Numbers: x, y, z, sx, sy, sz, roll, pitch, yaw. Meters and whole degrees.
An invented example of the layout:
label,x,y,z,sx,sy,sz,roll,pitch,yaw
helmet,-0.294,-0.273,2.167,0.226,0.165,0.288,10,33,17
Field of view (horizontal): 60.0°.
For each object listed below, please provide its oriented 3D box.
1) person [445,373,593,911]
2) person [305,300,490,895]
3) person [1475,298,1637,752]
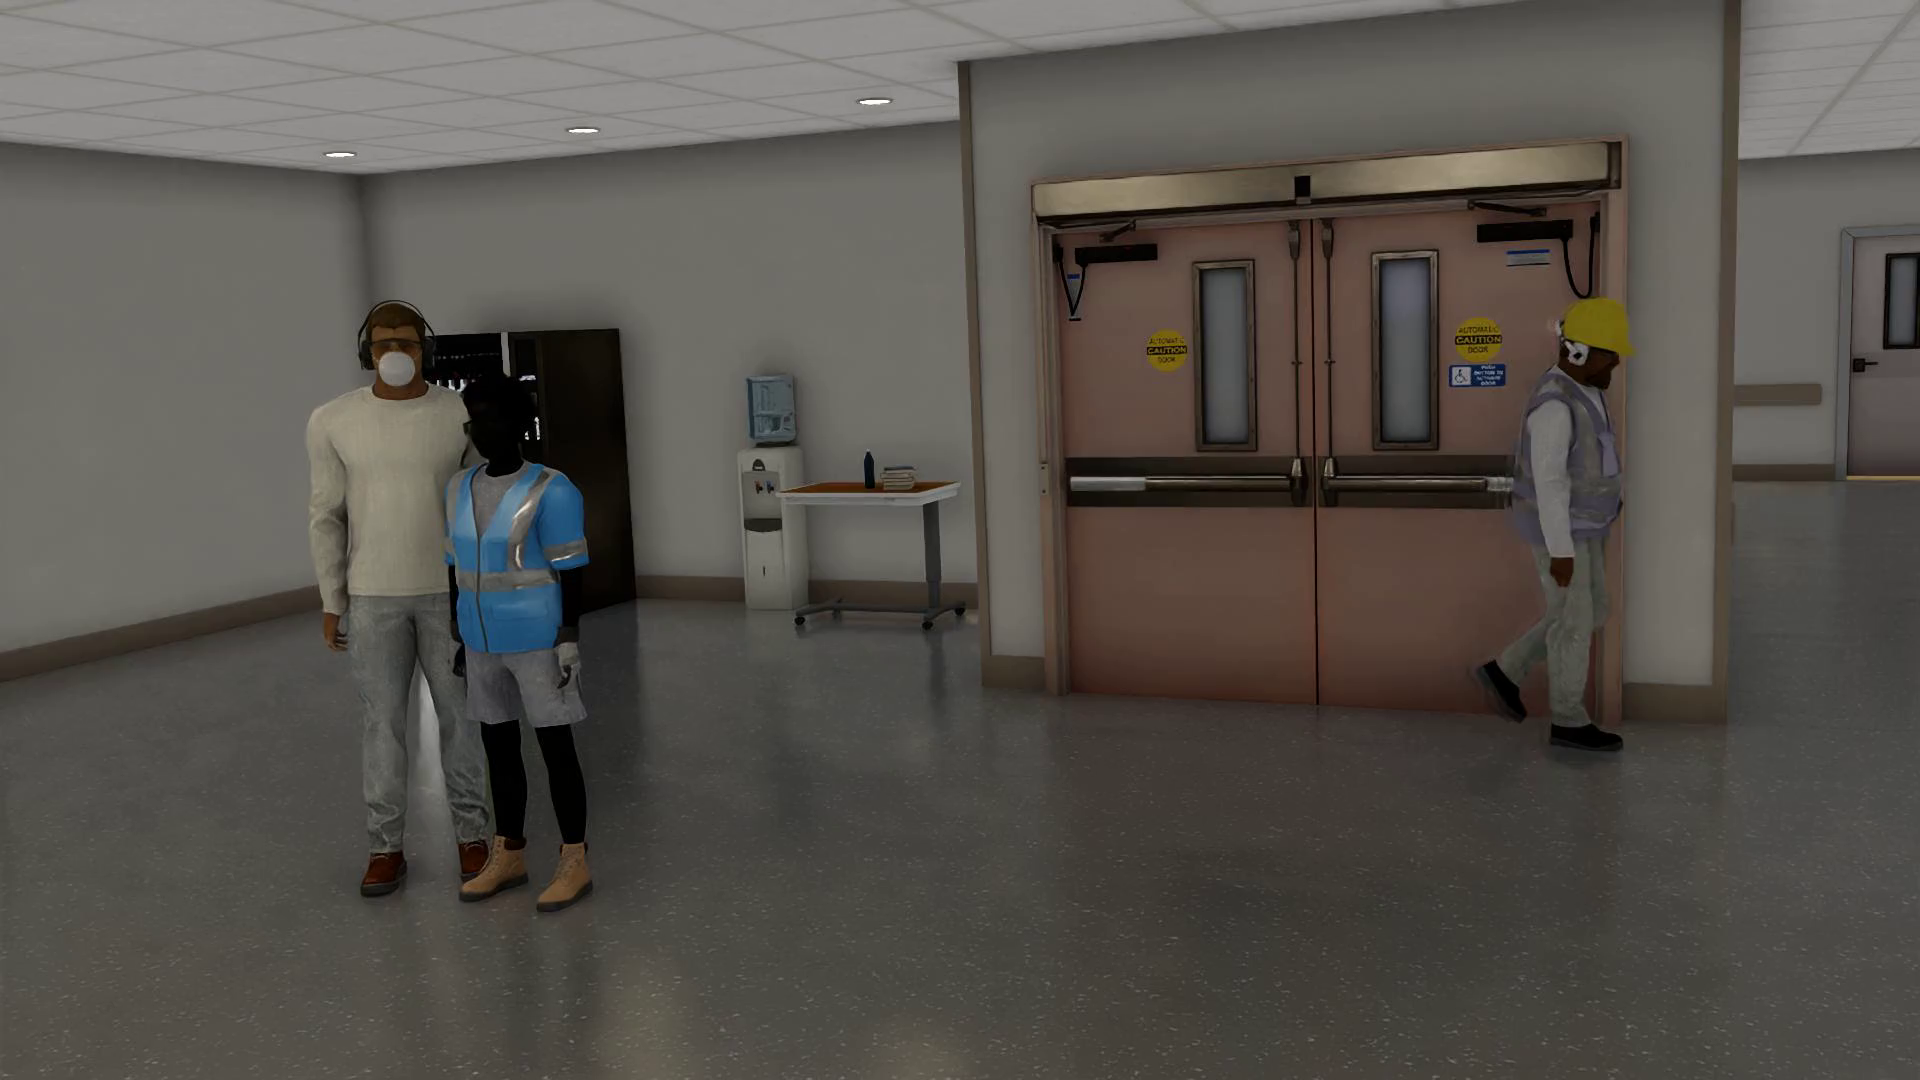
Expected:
label,x,y,z,sx,sy,sz,roll,pitch,yaw
person,-1.410,0.320,5.266,0.541,1.695,0.316,1,8,25
person,-1.800,0.186,5.496,0.627,1.940,0.372,-4,8,-15
person,2.360,-0.046,6.551,0.590,1.793,0.630,2,9,32
